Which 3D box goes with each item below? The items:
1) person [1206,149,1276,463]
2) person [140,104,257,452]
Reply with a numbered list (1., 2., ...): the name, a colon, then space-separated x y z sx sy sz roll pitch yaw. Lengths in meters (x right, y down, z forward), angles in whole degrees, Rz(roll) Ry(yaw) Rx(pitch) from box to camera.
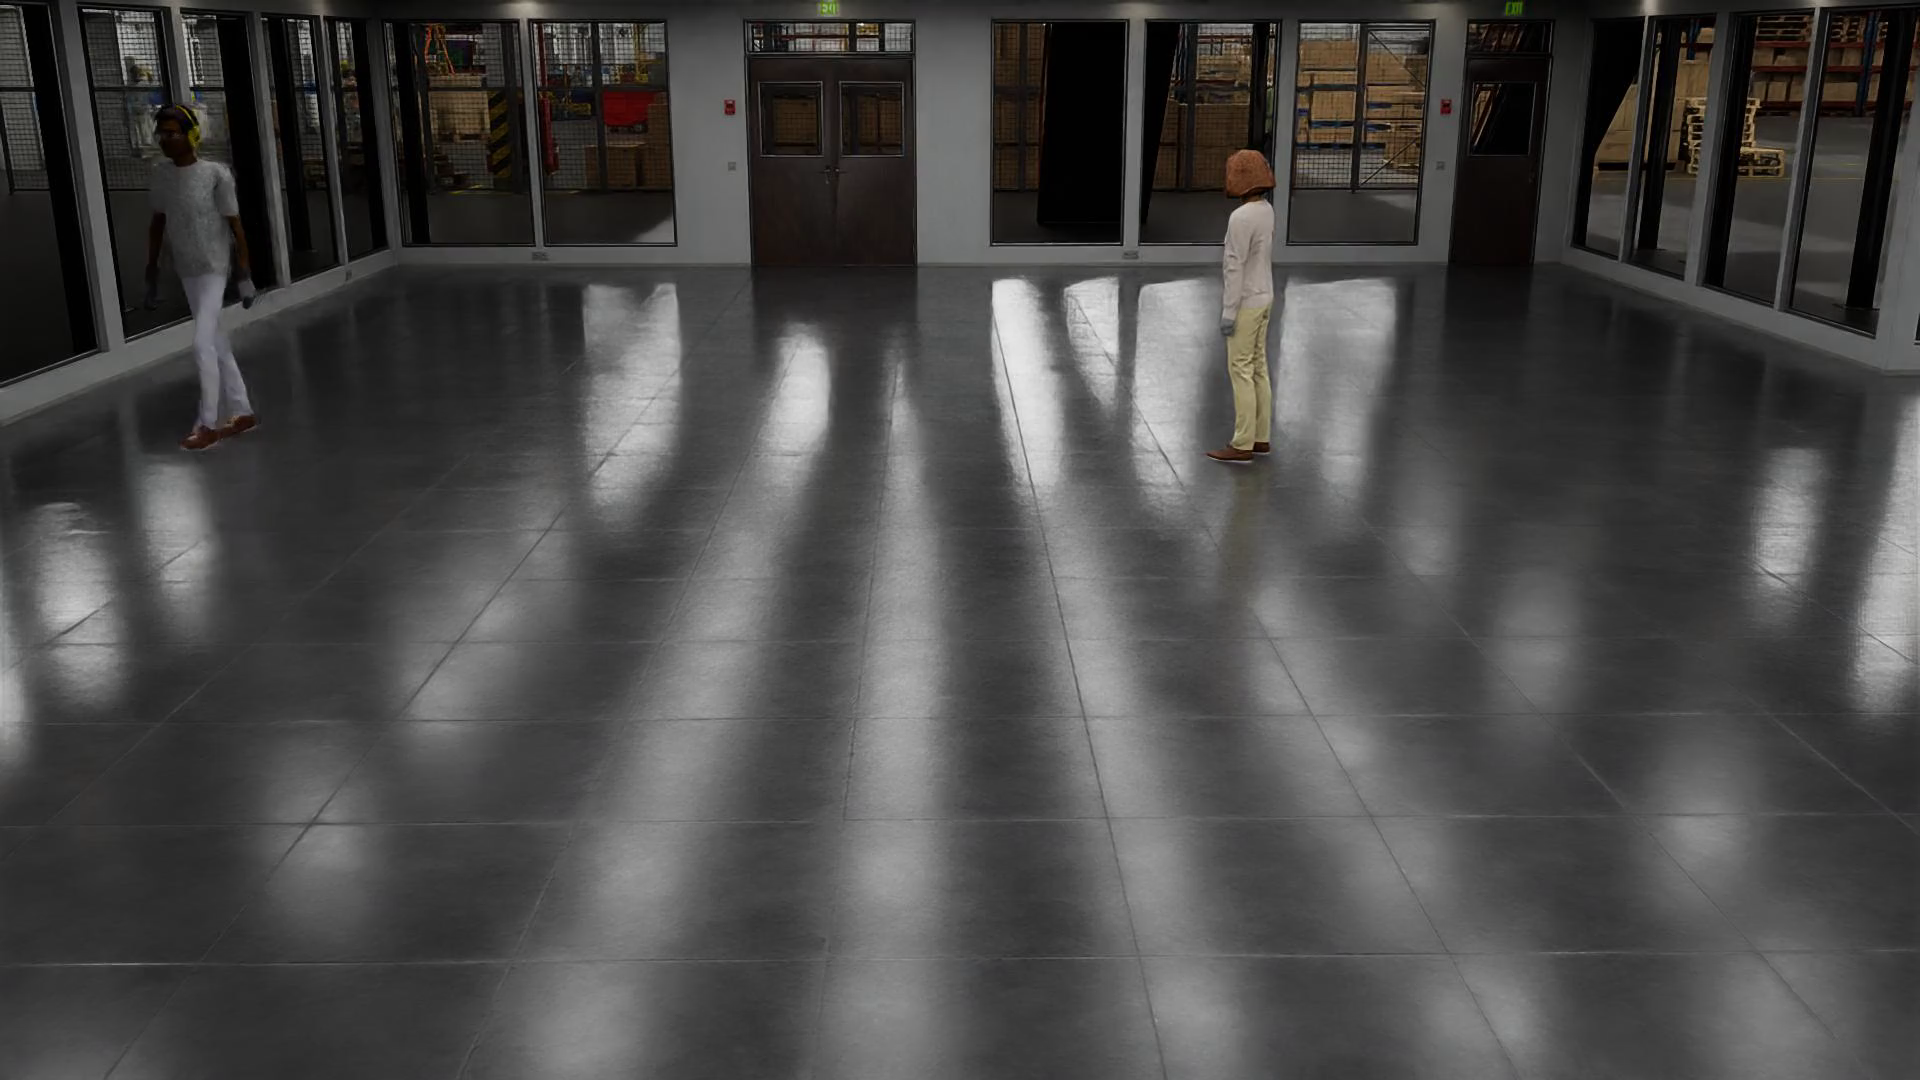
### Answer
1. person: 1.503 -1.221 8.753 0.279 1.624 0.494 8 18 26
2. person: -4.202 -1.414 9.040 0.504 1.836 0.849 6 17 18
